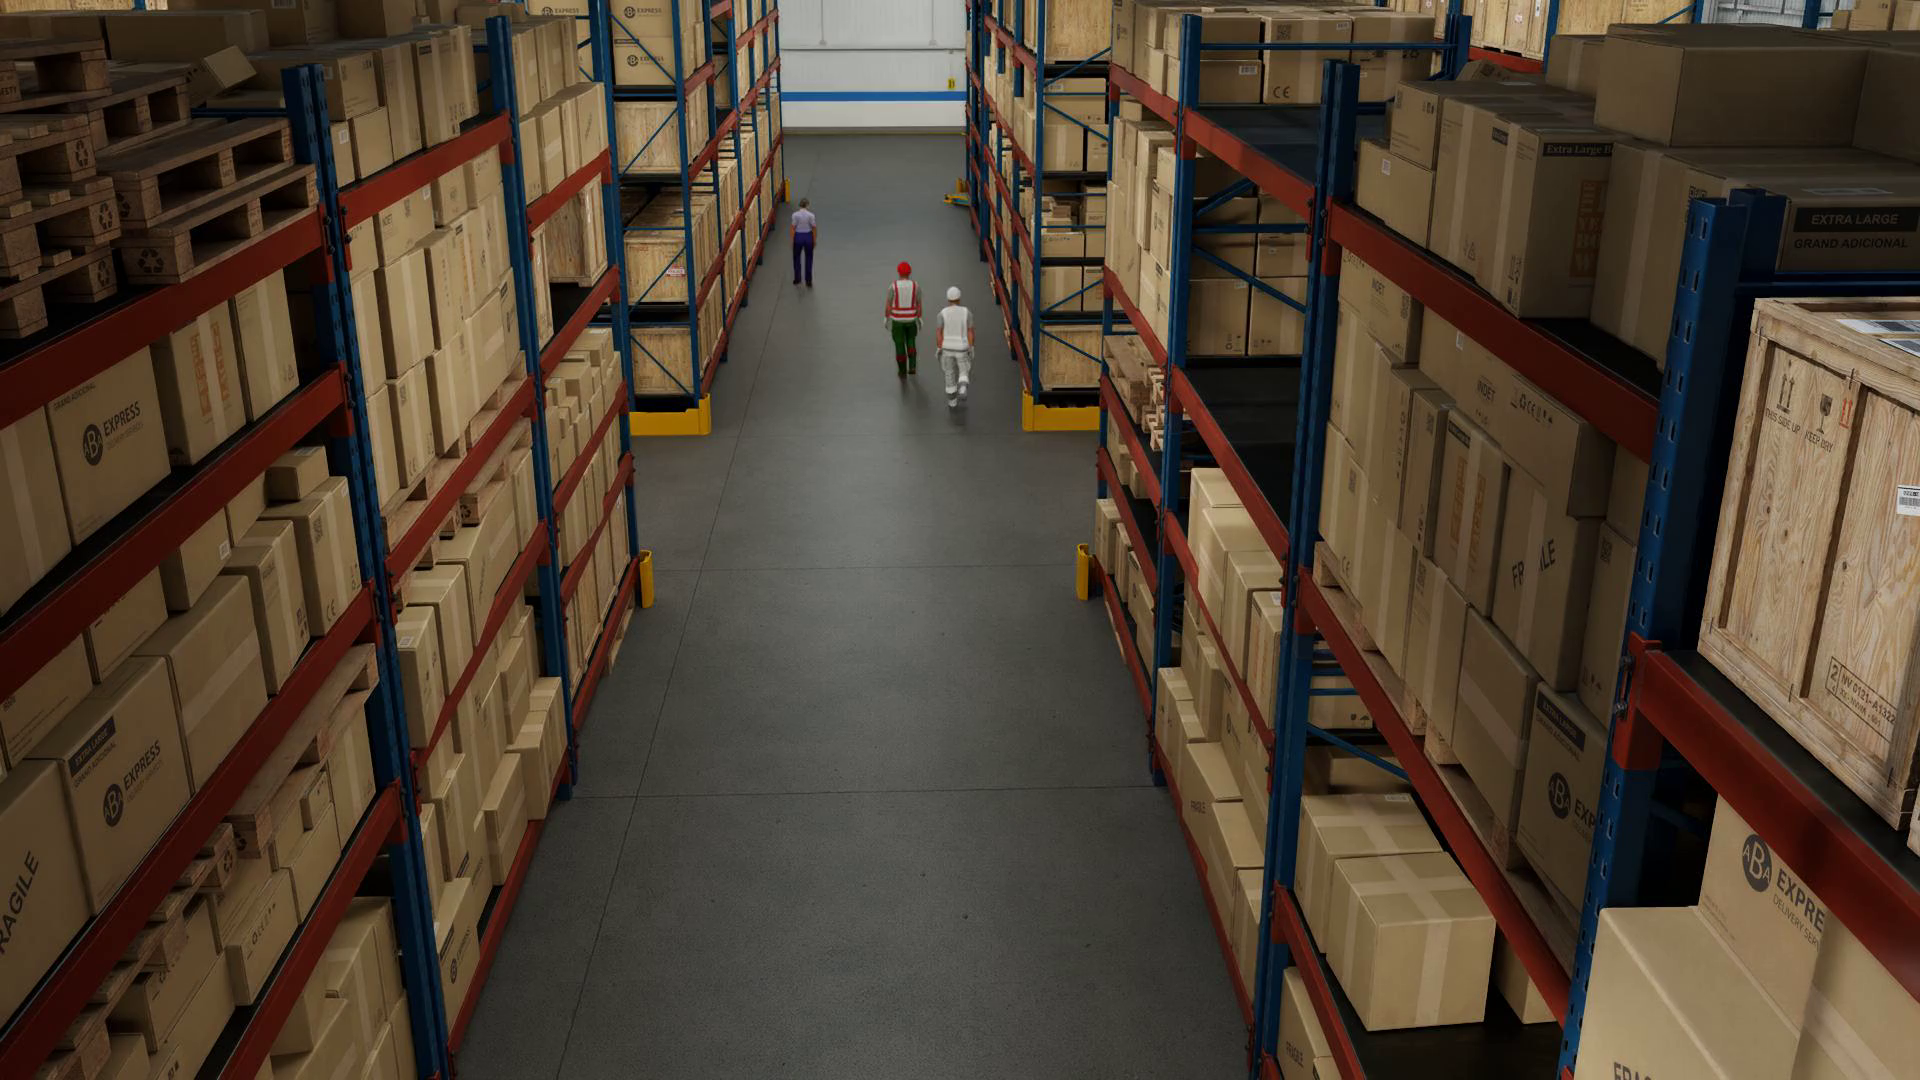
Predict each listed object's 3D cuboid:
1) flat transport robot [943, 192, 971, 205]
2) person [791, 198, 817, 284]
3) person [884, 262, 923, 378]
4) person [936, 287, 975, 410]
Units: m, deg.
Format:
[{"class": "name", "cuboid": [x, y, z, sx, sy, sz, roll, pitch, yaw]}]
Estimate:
[{"class": "flat transport robot", "cuboid": [0.294, -8.419, 41.283, 0.659, 0.255, 1.431, -18, 27, -40]}, {"class": "person", "cuboid": [-3.011, -5.759, 32.059, 0.512, 1.651, 0.480, -2, 21, -4]}, {"class": "person", "cuboid": [-0.876, -3.384, 25.496, 0.579, 1.792, 0.437, -6, 21, -15]}, {"class": "person", "cuboid": [-0.064, -2.705, 23.669, 0.546, 1.787, 0.620, 0, 20, 1]}]
